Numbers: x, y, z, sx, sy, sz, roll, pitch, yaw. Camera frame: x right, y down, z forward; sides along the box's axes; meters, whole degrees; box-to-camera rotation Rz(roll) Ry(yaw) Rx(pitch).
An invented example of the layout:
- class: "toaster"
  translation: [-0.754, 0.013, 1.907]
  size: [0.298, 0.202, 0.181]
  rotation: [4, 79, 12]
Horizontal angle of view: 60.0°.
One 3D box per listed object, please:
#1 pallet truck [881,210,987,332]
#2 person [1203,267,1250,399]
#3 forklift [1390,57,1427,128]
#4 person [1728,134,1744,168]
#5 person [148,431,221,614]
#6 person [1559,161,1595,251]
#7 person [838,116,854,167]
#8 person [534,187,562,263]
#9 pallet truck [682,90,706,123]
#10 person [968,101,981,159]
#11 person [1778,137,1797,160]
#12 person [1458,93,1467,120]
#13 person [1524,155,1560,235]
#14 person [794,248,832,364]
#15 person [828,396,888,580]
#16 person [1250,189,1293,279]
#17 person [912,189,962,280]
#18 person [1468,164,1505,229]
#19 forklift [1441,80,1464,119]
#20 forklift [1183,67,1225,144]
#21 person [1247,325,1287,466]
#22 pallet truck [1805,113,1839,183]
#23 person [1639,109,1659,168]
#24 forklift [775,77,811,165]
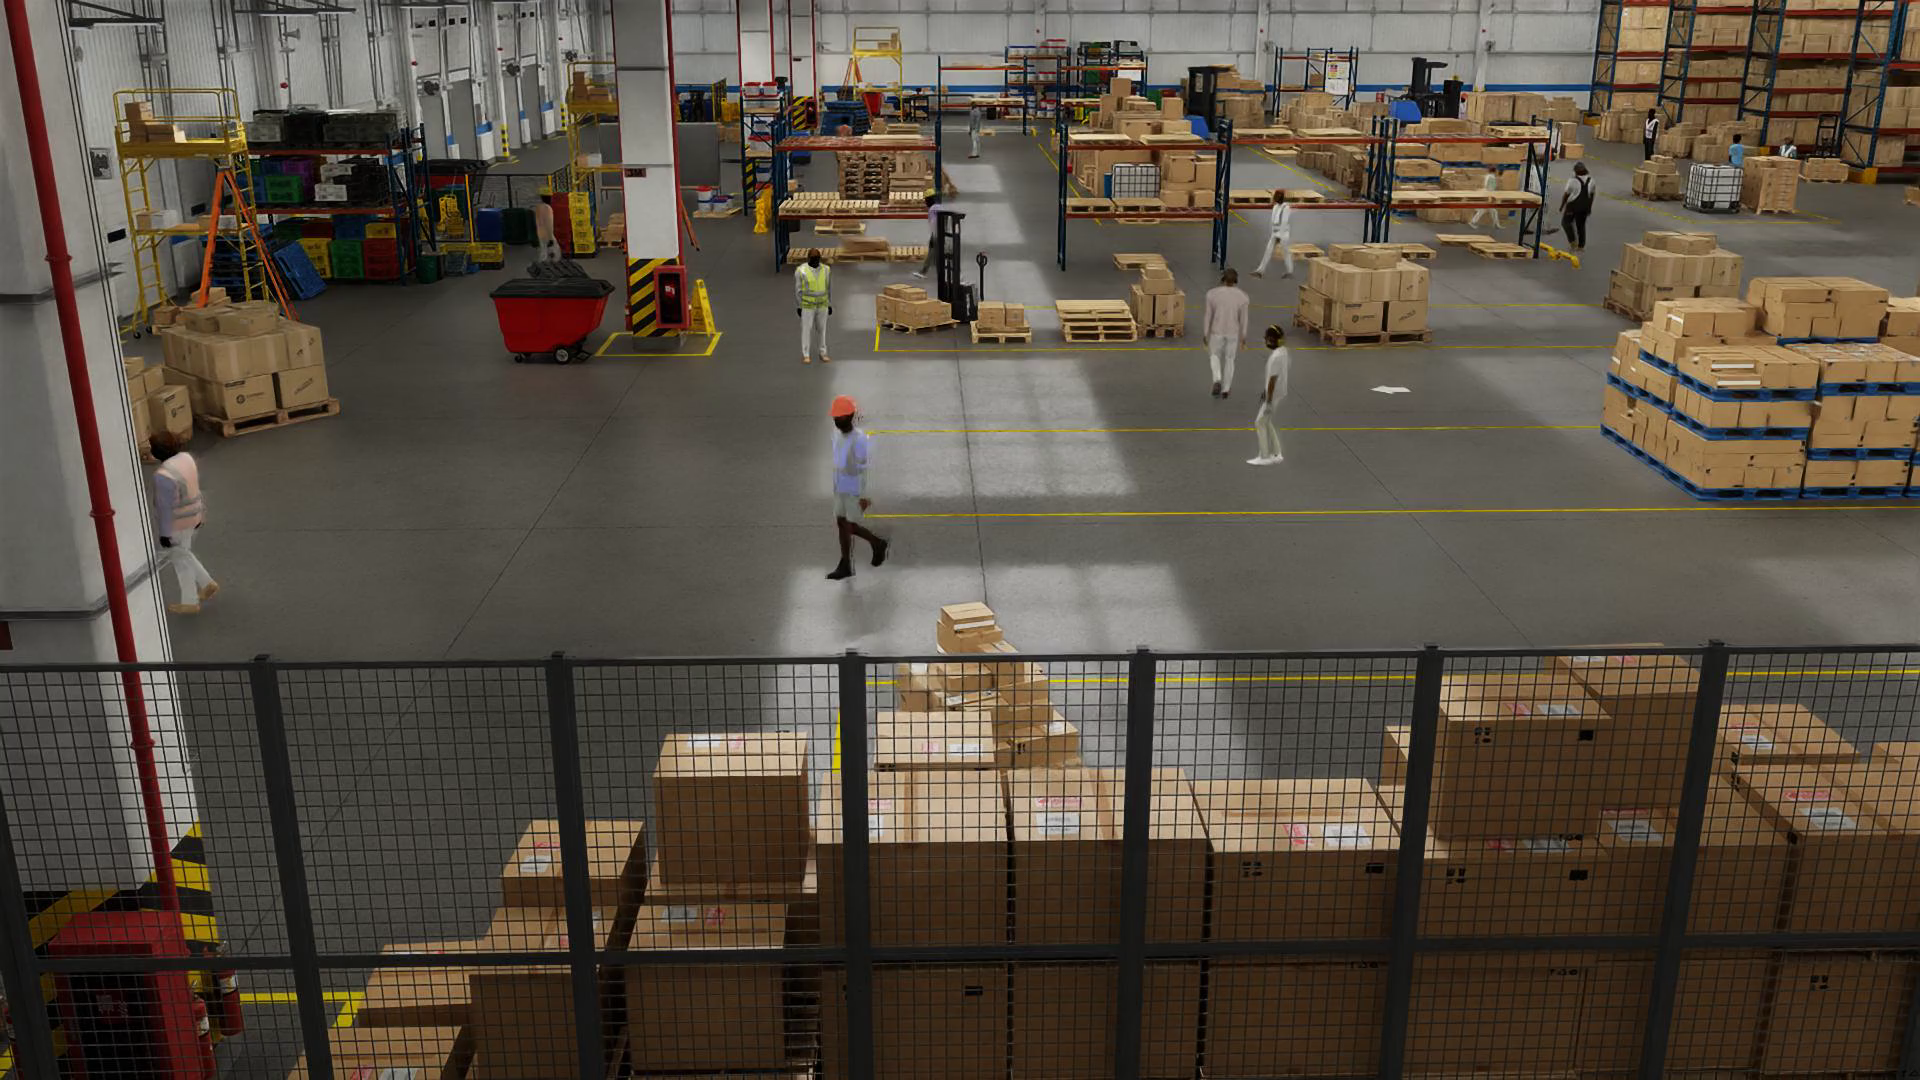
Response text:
- class: "pallet truck"
  translation: [-0.493, -4.759, 29.349]
  size: [1.885, 1.965, 0.823]
  rotation: [-13, 23, -34]
- class: "person"
  translation: [3.884, -3.021, 24.304]
  size: [0.657, 1.922, 0.439]
  rotation: [2, 19, 7]
- class: "forklift"
  translation: [18.876, -18.497, 68.743]
  size: [1.873, 2.768, 1.129]
  rotation: [-1, 19, -1]
- class: "person"
  translation: [22.337, -10.863, 47.993]
  size: [0.549, 1.644, 0.890]
  rotation: [-6, 20, -18]
- class: "person"
  translation: [-7.517, -0.167, 15.984]
  size: [0.443, 1.829, 0.653]
  rotation: [0, 19, -1]
- class: "person"
  translation: [13.903, -7.536, 37.520]
  size: [0.697, 2.000, 0.537]
  rotation: [-5, 19, -13]
- class: "person"
  translation: [-3.742, -12.954, 54.186]
  size: [0.536, 1.656, 0.850]
  rotation: [8, 20, 23]
- class: "person"
  translation: [-8.343, -6.235, 33.881]
  size: [0.588, 1.904, 0.721]
  rotation: [16, 24, 38]
- class: "pallet truck"
  translation: [-9.671, -15.907, 62.421]
  size: [0.823, 1.965, 1.885]
  rotation: [5, 19, 15]
- class: "person"
  translation: [0.501, -14.098, 57.167]
  size: [0.374, 1.933, 0.621]
  rotation: [10, 21, 26]
- class: "person"
  translation: [23.566, -10.684, 47.478]
  size: [0.311, 1.638, 0.521]
  rotation: [-14, 23, -35]
- class: "person"
  translation: [18.495, -15.523, 61.386]
  size: [0.542, 1.931, 0.366]
  rotation: [-10, 21, -28]
- class: "person"
  translation: [14.030, -8.287, 39.966]
  size: [0.930, 1.897, 0.646]
  rotation: [-3, 19, -10]
- class: "person"
  translation: [-2.323, -3.744, 26.579]
  size: [0.627, 1.844, 0.429]
  rotation: [-8, 20, -24]
- class: "person"
  translation: [-1.087, -0.546, 16.971]
  size: [0.607, 1.926, 0.570]
  rotation: [-15, 24, -38]
- class: "person"
  translation: [6.448, -6.224, 33.944]
  size: [0.978, 1.831, 0.579]
  rotation: [-8, 20, -23]
- class: "person"
  translation: [-0.454, -6.202, 33.882]
  size: [1.065, 1.851, 0.665]
  rotation: [2, 19, 5]
- class: "person"
  translation: [13.005, -8.454, 40.918]
  size: [0.863, 1.598, 0.525]
  rotation: [4, 19, 12]
- class: "forklift"
  translation: [15.644, -13.239, 53.146]
  size: [1.873, 2.768, 1.129]
  rotation: [-1, 19, -1]
- class: "forklift"
  translation: [8.780, -15.999, 61.334]
  size: [1.873, 2.768, 1.129]
  rotation: [-13, 22, -33]
- class: "person"
  translation: [3.867, -1.804, 20.832]
  size: [0.419, 1.831, 0.551]
  rotation: [10, 21, 27]
- class: "pallet truck"
  translation: [26.403, -11.957, 50.702]
  size: [0.823, 1.965, 1.885]
  rotation: [6, 19, 16]
- class: "person"
  translation: [22.427, -13.027, 54.016]
  size: [0.390, 1.912, 0.589]
  rotation: [-3, 19, -8]
- class: "forklift"
  translation: [-5.920, -13.893, 55.085]
  size: [1.873, 2.768, 1.129]
  rotation: [-1, 19, -1]
